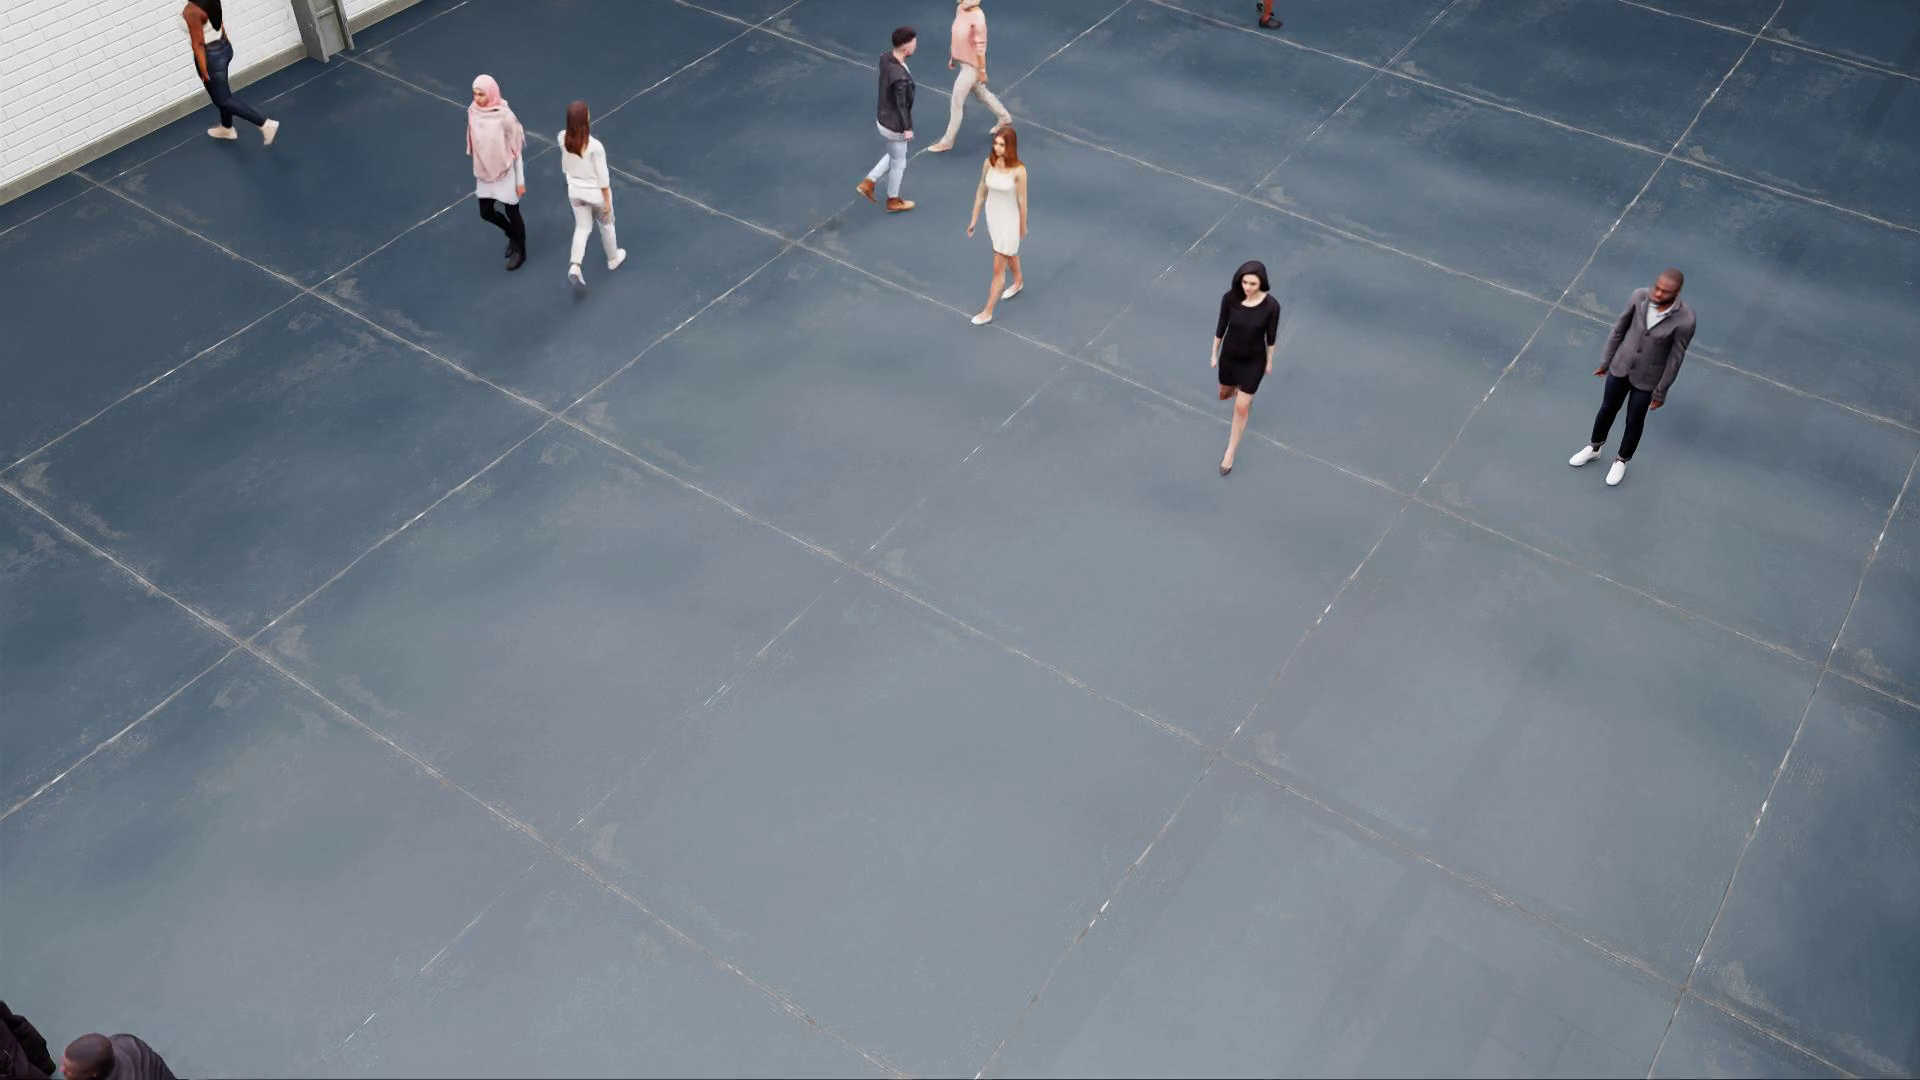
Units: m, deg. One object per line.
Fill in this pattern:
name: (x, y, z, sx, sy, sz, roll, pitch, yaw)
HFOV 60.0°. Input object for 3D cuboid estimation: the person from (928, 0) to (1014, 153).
person: (0.174, -4.493, 15.656, 1.234, 1.681, 1.003, -17, 46, -17)

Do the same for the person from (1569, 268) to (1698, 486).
person: (4.941, -1.219, 12.124, 0.675, 1.813, 0.762, -32, 52, -29)

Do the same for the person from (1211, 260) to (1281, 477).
person: (2.112, -1.343, 12.279, 0.721, 1.779, 1.060, 18, 46, 18)

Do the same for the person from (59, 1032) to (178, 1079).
person: (-3.703, 2.818, 7.907, 1.290, 1.785, 1.198, -9, 44, -9)

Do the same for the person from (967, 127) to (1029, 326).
person: (0.409, -2.679, 13.757, 0.632, 1.676, 1.051, 32, 52, 29)

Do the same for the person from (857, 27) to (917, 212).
person: (-0.661, -3.666, 14.692, 0.961, 1.814, 0.901, -16, 46, -16)

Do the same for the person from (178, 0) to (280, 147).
person: (-6.914, -4.505, 15.591, 1.034, 1.788, 1.113, 4, 44, 5)

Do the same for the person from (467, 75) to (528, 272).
person: (-3.870, -3.161, 14.173, 0.716, 1.798, 0.717, 16, 46, 16)

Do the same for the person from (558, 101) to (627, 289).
person: (-3.158, -2.888, 13.979, 0.792, 1.672, 1.060, 13, 45, 14)
